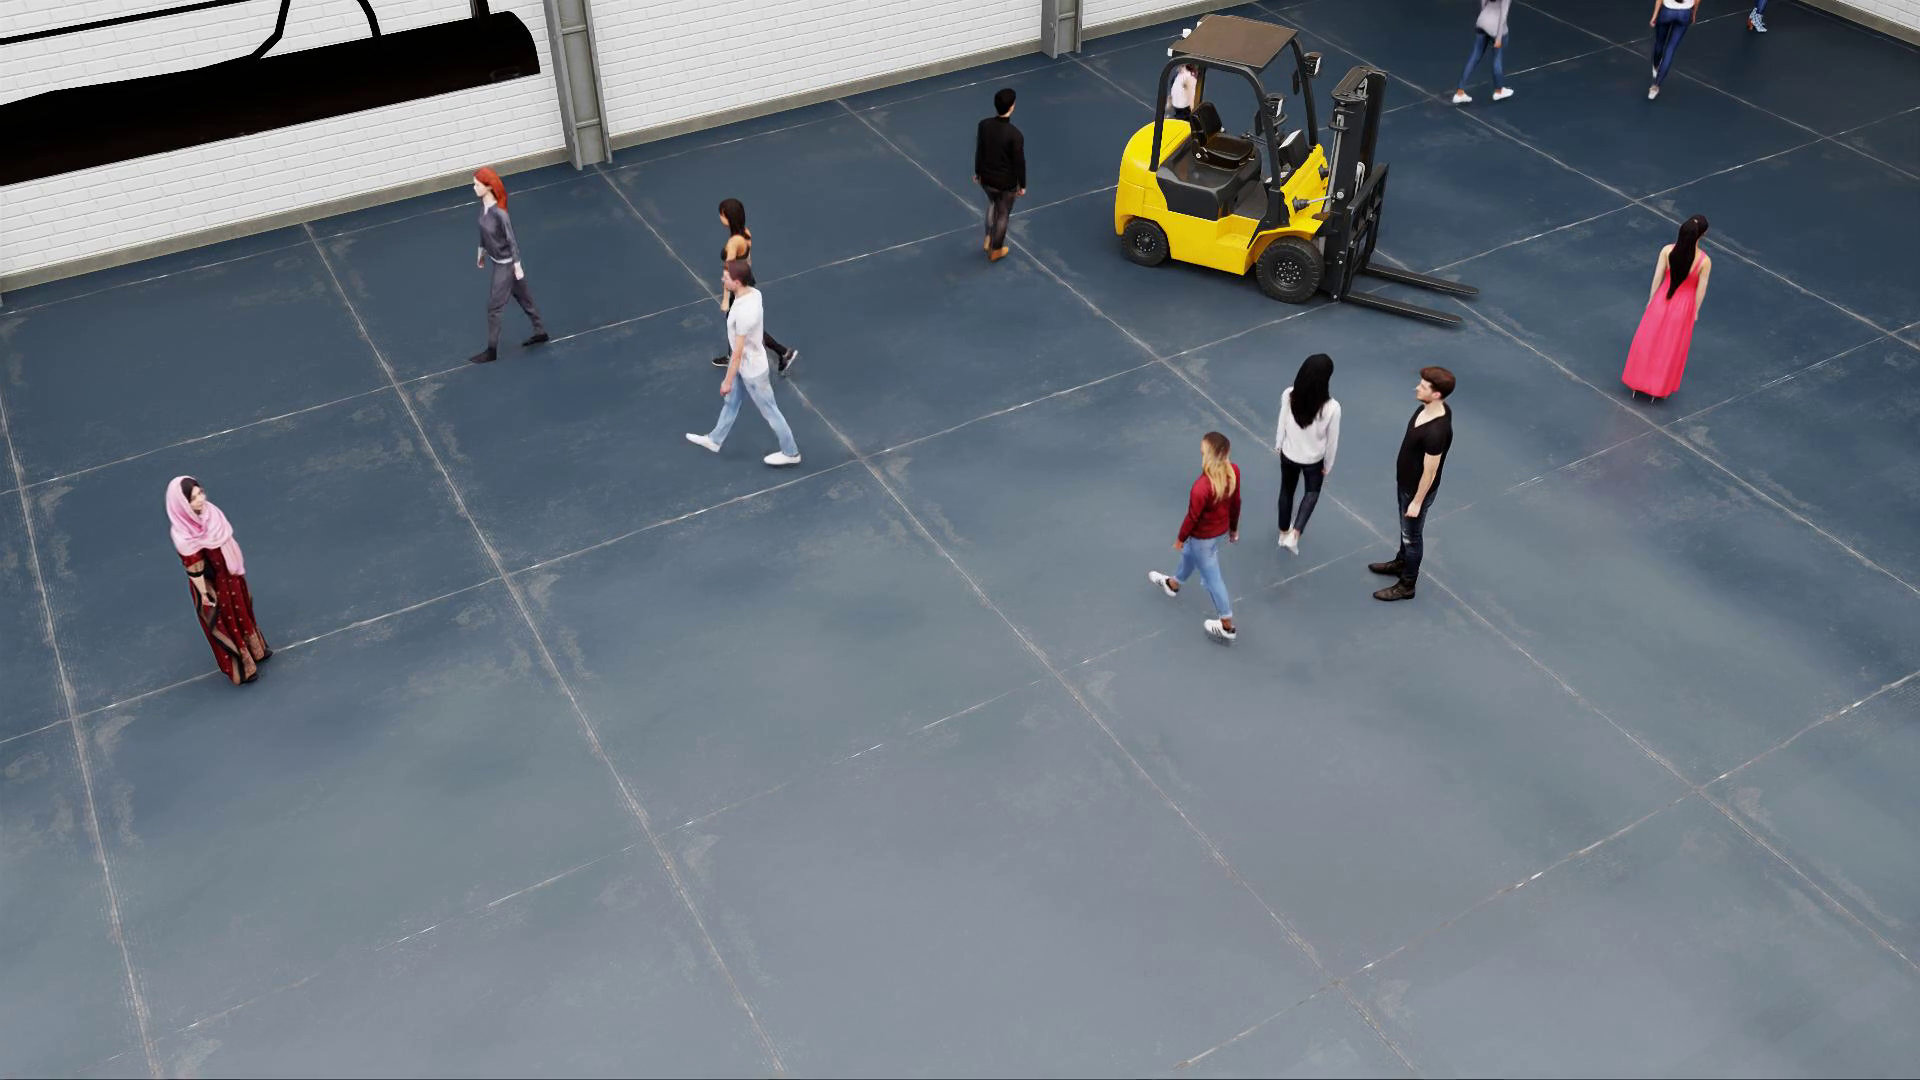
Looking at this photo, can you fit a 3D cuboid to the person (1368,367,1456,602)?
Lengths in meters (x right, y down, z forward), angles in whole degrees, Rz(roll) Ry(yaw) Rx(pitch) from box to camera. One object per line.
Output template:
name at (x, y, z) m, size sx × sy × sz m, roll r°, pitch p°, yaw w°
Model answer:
person at (3.239, -0.399, 11.747) m, size 0.787 × 1.897 × 0.766 m, roll 4°, pitch 39°, yaw 5°

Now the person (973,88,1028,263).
person at (0.329, -3.401, 15.651) m, size 0.757 × 1.716 × 0.727 m, roll 24°, pitch 45°, yaw 27°

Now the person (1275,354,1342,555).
person at (2.472, -0.579, 12.139) m, size 0.816 × 1.688 × 0.890 m, roll 17°, pitch 42°, yaw 20°

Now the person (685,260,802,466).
person at (-1.531, -1.328, 12.987) m, size 1.248 × 1.801 × 0.983 m, roll -3°, pitch 39°, yaw -4°

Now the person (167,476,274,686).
person at (-4.995, 0.242, 11.151) m, size 0.789 × 1.639 × 0.761 m, roll 3°, pitch 39°, yaw 4°

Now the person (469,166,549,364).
person at (-3.857, -2.411, 14.390) m, size 0.985 × 1.741 × 0.648 m, roll -23°, pitch 44°, yaw -26°

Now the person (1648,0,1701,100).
person at (7.997, -5.799, 18.644) m, size 1.006 × 1.727 × 1.173 m, roll 17°, pitch 41°, yaw 20°

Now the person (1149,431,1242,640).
person at (1.765, -0.001, 11.496) m, size 0.869 × 1.587 × 1.085 m, roll 32°, pitch 48°, yaw 33°

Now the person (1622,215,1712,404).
person at (5.897, -1.909, 13.773) m, size 0.699 × 1.727 × 0.703 m, roll 24°, pitch 44°, yaw 27°

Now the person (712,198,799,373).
person at (-1.787, -2.105, 14.104) m, size 1.078 × 1.620 × 0.940 m, roll 5°, pitch 39°, yaw 6°

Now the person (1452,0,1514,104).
person at (5.822, -5.651, 18.475) m, size 0.998 × 1.708 × 0.655 m, roll -17°, pitch 42°, yaw -20°
